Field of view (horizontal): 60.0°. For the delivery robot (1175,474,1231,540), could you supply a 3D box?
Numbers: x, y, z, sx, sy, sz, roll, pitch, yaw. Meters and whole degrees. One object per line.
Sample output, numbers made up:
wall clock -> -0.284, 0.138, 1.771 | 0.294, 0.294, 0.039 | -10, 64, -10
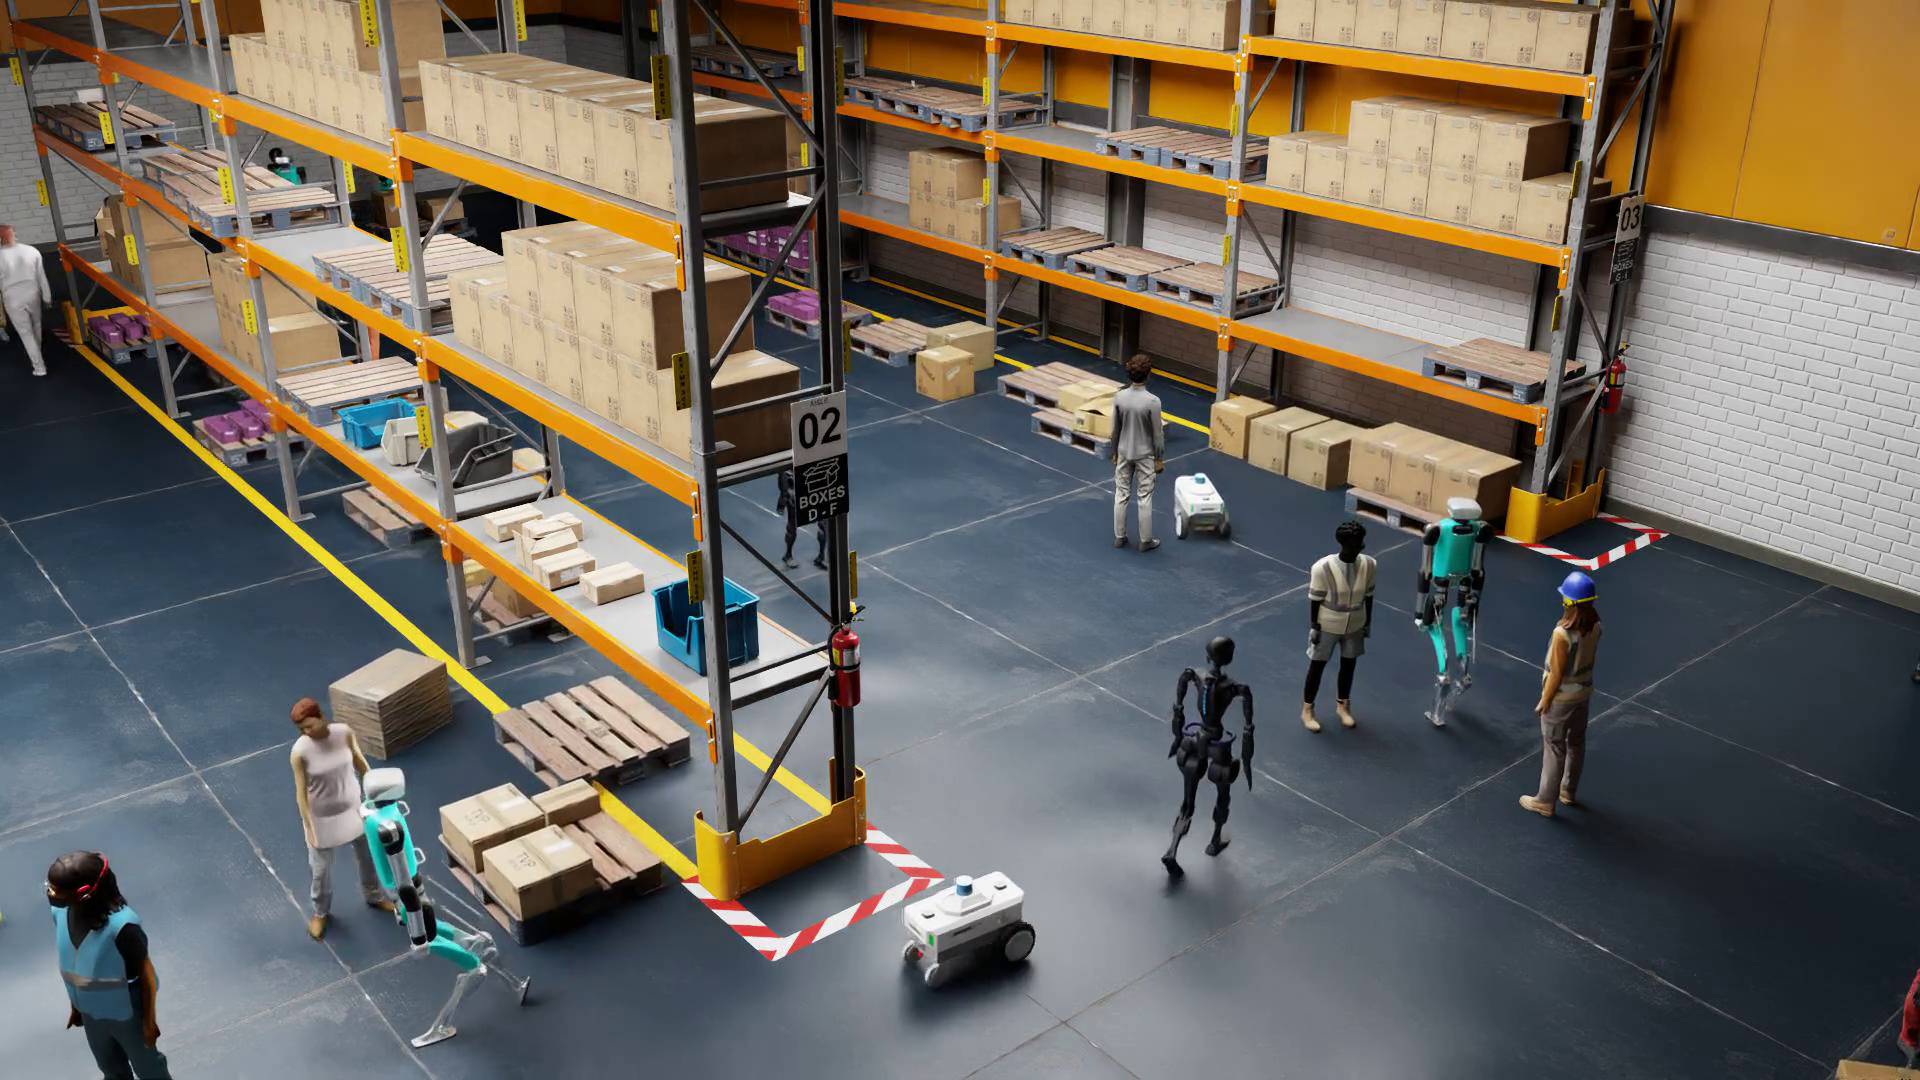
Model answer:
delivery robot -> 2.312, -0.351, 16.071 | 0.499, 0.575, 0.754 | -2, 23, -5

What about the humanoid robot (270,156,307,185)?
humanoid robot -> -10.111, -4.987, 25.355 | 0.545, 1.795, 0.785 | -5, 24, -12

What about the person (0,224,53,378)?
person -> -11.616, -2.970, 20.505 | 1.010, 1.856, 0.662 | 21, 31, 39

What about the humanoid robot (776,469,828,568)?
humanoid robot -> -1.415, -0.513, 15.078 | 0.608, 1.623, 0.541 | -19, 30, -37

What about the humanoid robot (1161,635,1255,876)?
humanoid robot -> 1.575, 1.388, 10.704 | 0.611, 1.641, 0.701 | 15, 27, 31

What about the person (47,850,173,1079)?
person -> -4.181, 2.328, 8.239 | 0.522, 1.866, 0.395 | 7, 24, 16

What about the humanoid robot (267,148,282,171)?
humanoid robot -> -10.749, -5.396, 26.399 | 0.599, 1.624, 0.735 | 10, 25, 23

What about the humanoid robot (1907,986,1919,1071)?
humanoid robot -> 5.307, 2.287, 8.622 | 0.590, 1.627, 0.733 | 8, 25, 18

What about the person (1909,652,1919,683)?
person -> 7.814, 0.262, 12.955 | 0.545, 1.927, 0.388 | 14, 27, 30

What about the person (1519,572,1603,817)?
person -> 4.106, 1.047, 11.314 | 0.464, 1.777, 0.325 | -15, 28, -31

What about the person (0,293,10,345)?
person -> -12.704, -3.358, 21.571 | 0.608, 1.719, 0.457 | -13, 27, -28

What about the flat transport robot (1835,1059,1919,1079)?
flat transport robot -> 4.613, 3.455, 7.642 | 1.431, 0.231, 0.659 | 5, 24, 12

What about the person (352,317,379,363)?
person -> -7.185, -2.746, 20.128 | 0.501, 1.758, 0.344 | 14, 27, 29

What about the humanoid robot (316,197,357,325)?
humanoid robot -> -8.486, -3.702, 22.403 | 0.554, 1.803, 0.804 | 18, 29, 35

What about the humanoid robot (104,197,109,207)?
humanoid robot -> -11.533, -3.941, 22.995 | 0.382, 1.648, 0.600 | -14, 27, -30

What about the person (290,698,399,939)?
person -> -3.788, 1.648, 10.099 | 0.309, 1.638, 0.541 | 20, 30, 39

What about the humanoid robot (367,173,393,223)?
humanoid robot -> -9.860, -6.175, 28.183 | 0.855, 1.851, 0.558 | 9, 25, 19

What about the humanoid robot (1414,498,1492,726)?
humanoid robot -> 3.716, 0.613, 12.382 | 0.556, 1.798, 0.695 | -5, 24, -11

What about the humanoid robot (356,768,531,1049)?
humanoid robot -> -2.768, 2.001, 9.210 | 0.906, 1.808, 0.548 | -13, 27, -27

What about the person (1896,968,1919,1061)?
person -> 5.461, 2.066, 8.974 | 0.524, 1.764, 0.326 | -11, 26, -23

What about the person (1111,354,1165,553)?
person -> 1.641, -0.794, 15.429 | 0.528, 1.898, 0.395 | 11, 26, 24

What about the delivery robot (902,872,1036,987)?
delivery robot -> 0.043, 2.295, 9.990 | 0.816, 0.612, 0.499 | -15, 27, -30

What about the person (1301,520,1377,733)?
person -> 2.830, 0.631, 12.390 | 0.535, 1.693, 0.320 | -5, 24, -11
